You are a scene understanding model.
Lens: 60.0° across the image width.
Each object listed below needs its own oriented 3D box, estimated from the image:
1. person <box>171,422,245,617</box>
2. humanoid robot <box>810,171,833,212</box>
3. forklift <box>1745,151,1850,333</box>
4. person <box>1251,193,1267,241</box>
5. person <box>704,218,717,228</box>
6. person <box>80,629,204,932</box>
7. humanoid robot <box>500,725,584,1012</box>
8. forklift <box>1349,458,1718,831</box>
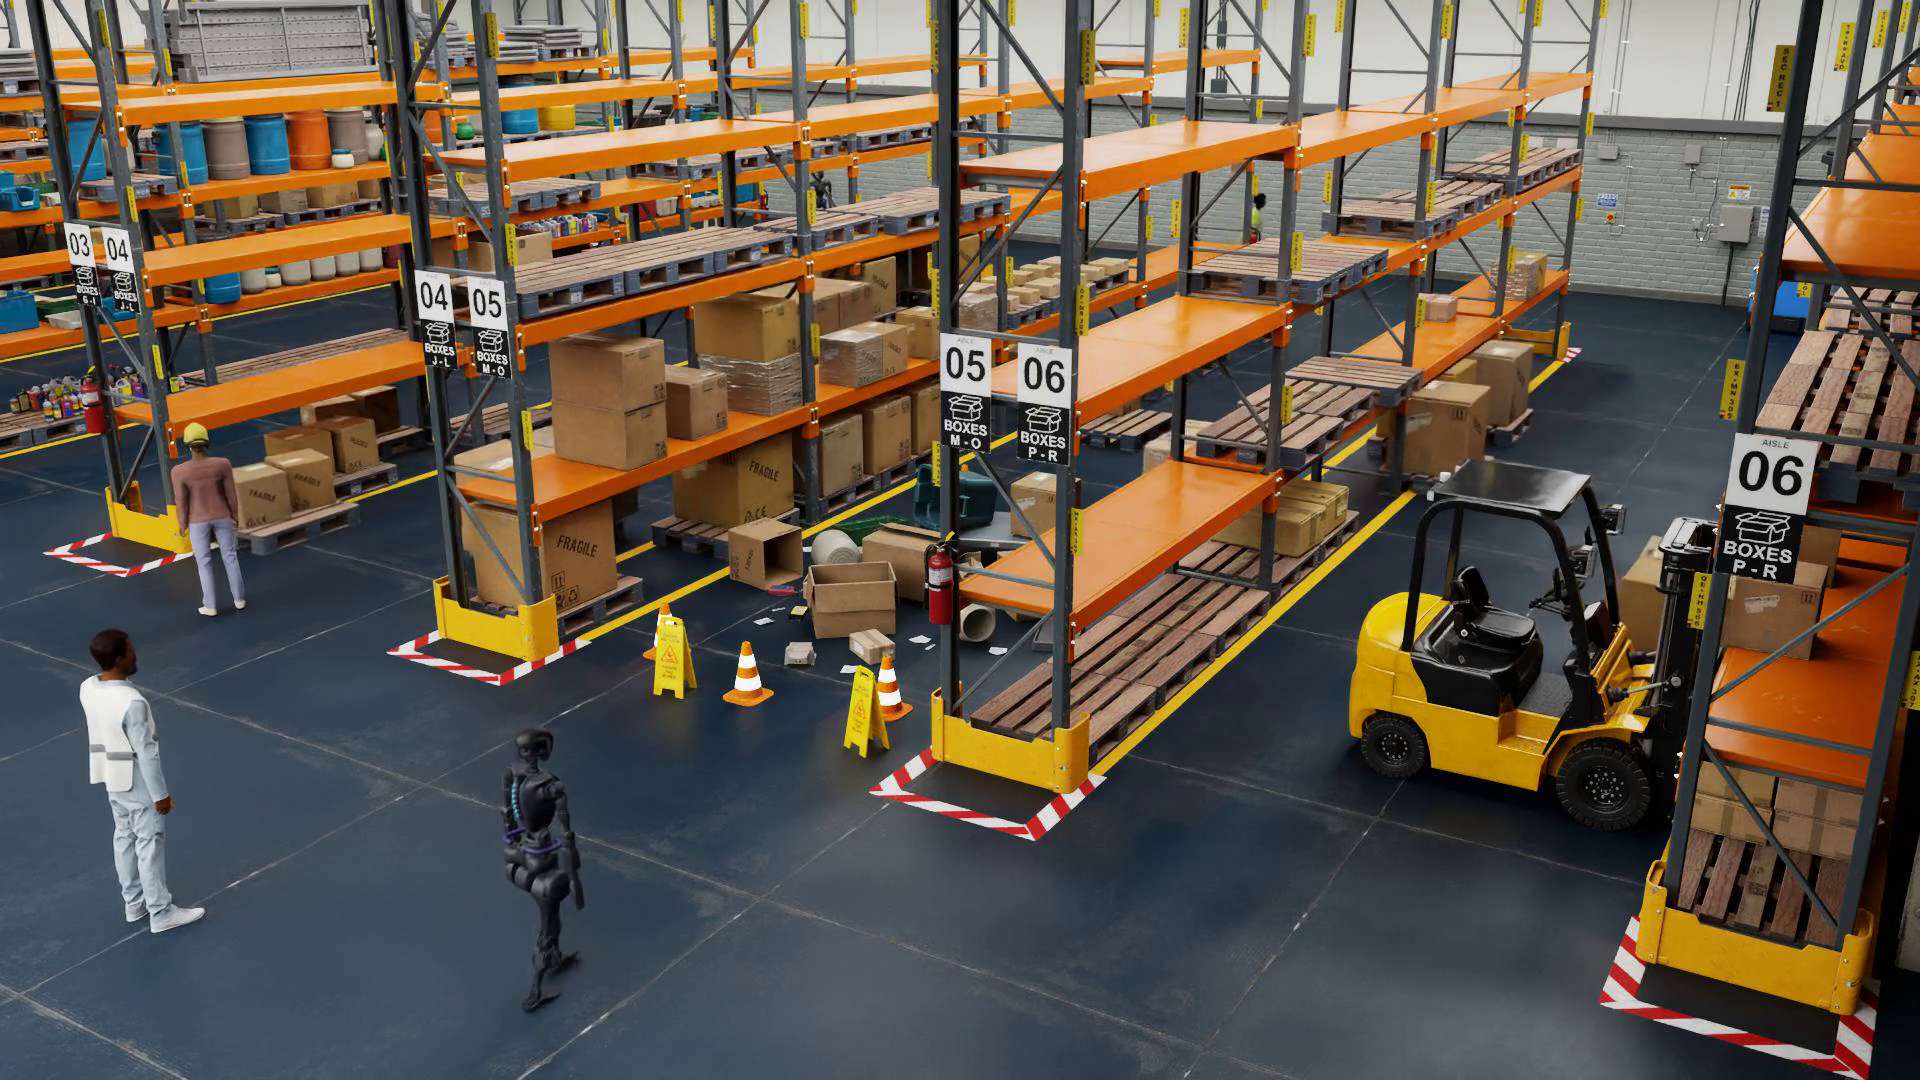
[{"bbox_3d":[-6.716,-0.184,14.855,0.534,1.767,0.314,-16,25,-38],"label":"person"},{"bbox_3d":[-2.927,-6.874,34.347,0.613,1.634,0.577,-10,21,-27],"label":"humanoid robot"},{"bbox_3d":[13.620,-4.667,26.137,1.873,2.768,1.129,11,22,29],"label":"forklift"},{"bbox_3d":[5.366,-5.520,30.432,0.457,1.658,0.543,6,20,17],"label":"person"},{"bbox_3d":[-5.237,-7.064,34.868,0.488,1.688,0.350,-6,20,-17],"label":"person"},{"bbox_3d":[-4.945,1.437,9.936,0.591,1.921,0.390,12,23,32],"label":"person"},{"bbox_3d":[-2.317,1.787,9.306,0.616,1.639,0.567,13,23,34],"label":"humanoid robot"},{"bbox_3d":[3.988,0.658,11.776,2.313,2.155,1.214,11,22,29],"label":"forklift"}]
